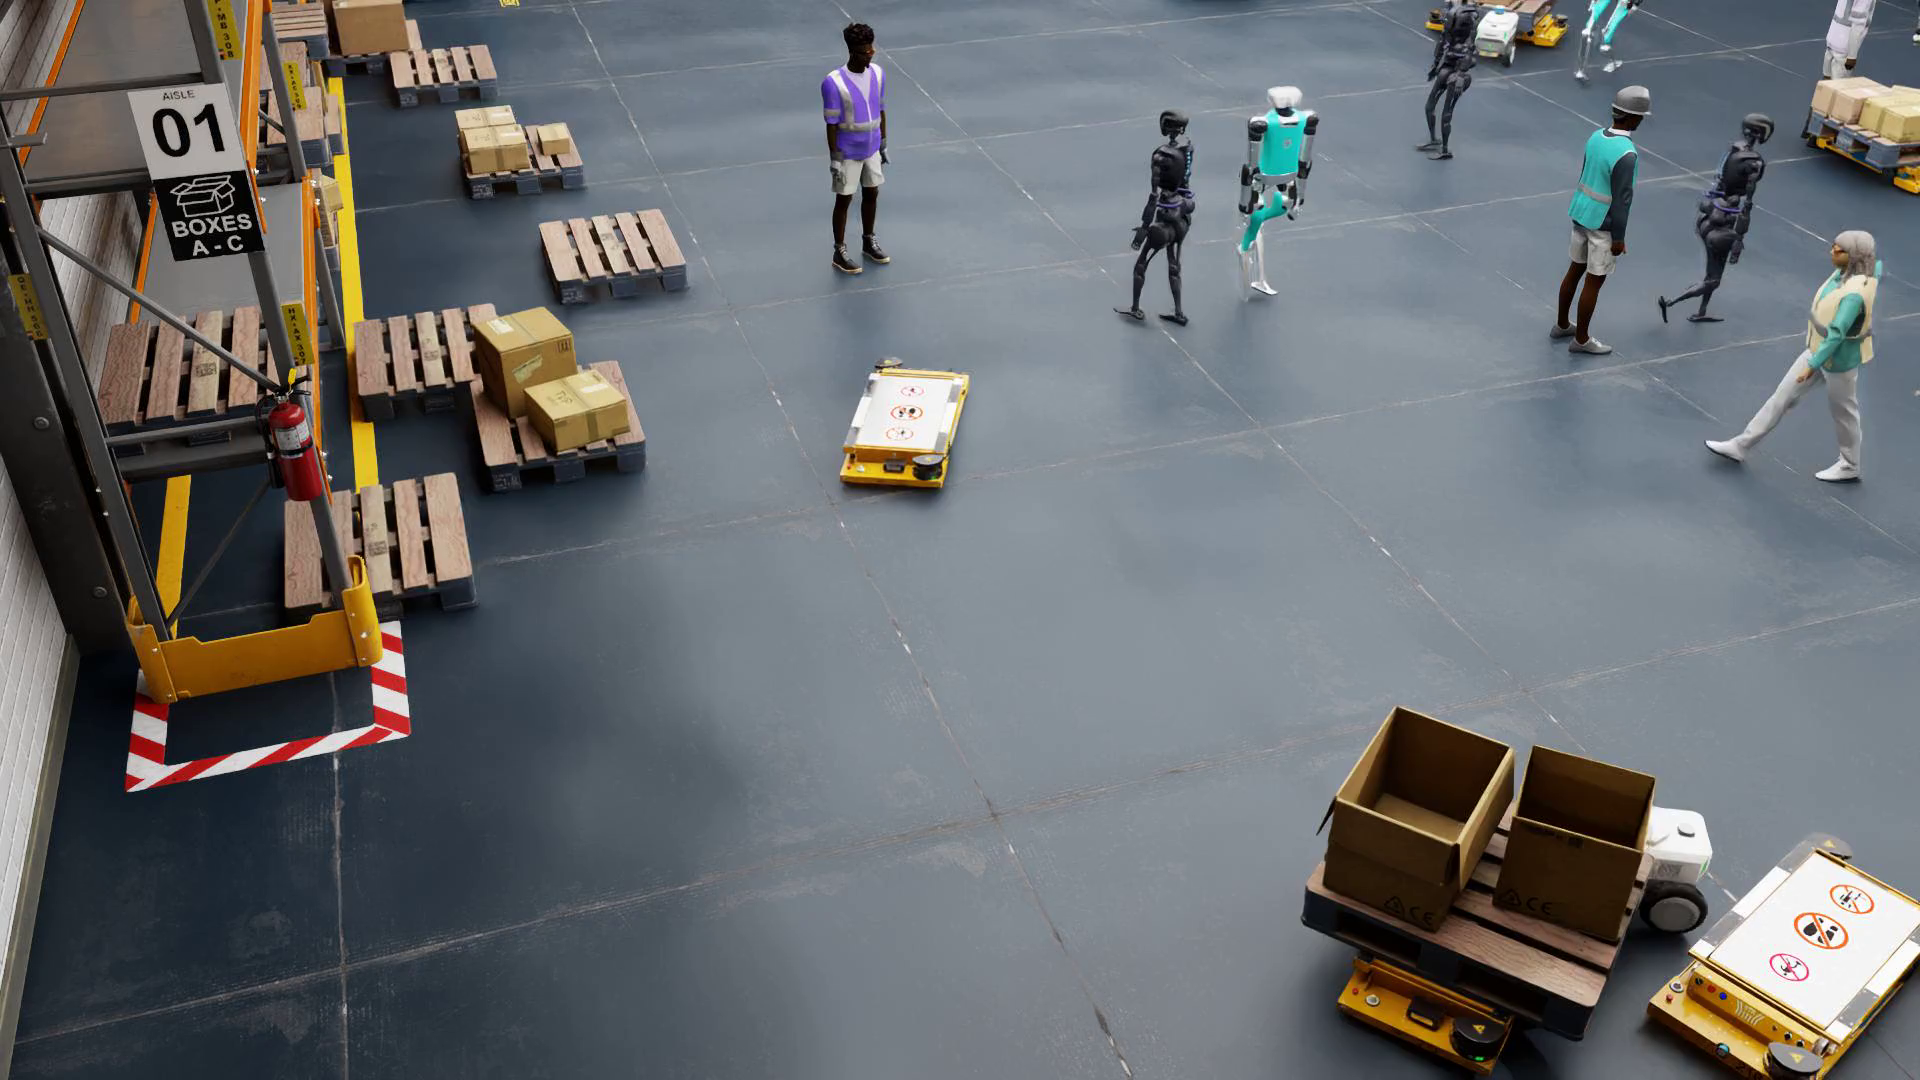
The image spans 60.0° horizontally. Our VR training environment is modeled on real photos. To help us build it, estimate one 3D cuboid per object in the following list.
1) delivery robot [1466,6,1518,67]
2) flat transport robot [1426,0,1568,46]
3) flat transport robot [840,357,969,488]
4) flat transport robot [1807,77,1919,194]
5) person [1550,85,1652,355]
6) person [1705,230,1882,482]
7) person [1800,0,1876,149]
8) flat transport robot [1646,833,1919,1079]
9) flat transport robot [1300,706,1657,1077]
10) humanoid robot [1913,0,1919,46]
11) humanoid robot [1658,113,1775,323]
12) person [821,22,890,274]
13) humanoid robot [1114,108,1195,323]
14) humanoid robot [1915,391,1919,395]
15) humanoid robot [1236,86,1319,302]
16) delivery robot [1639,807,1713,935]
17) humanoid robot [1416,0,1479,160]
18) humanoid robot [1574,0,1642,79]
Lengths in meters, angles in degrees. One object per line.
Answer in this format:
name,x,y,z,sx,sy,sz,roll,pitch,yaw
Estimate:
delivery robot,5.781,-5.450,17.965,0.499,0.604,0.808,15,36,21
flat transport robot,6.086,-5.861,18.847,1.431,0.231,0.659,17,37,24
flat transport robot,-0.349,-0.791,11.072,0.659,0.231,1.431,4,33,6
flat transport robot,8.578,-3.530,15.273,0.659,0.231,1.431,-8,34,-12
person,4.535,-2.260,11.802,0.427,1.934,0.551,-6,34,-9
person,5.328,-1.119,10.307,0.951,1.647,0.461,3,33,5
person,8.223,-4.592,15.385,0.383,1.931,0.542,6,34,9
flat transport robot,3.620,1.793,7.109,1.431,0.231,0.659,-26,41,-33
flat transport robot,2.230,1.677,7.286,0.659,0.231,1.431,19,38,27
humanoid robot,9.543,-4.989,16.187,0.764,1.784,0.539,18,37,25
humanoid robot,5.501,-2.337,12.166,0.560,1.641,0.591,0,33,1
person,-0.798,-3.076,13.035,0.606,1.958,0.365,-26,41,-34
humanoid robot,1.480,-2.392,12.237,0.525,1.644,0.600,22,39,30
humanoid robot,6.928,-1.702,11.163,0.841,1.803,0.549,14,36,21
humanoid robot,2.265,-2.564,12.523,0.547,1.863,0.773,-8,34,-12
delivery robot,2.948,1.387,7.462,0.769,0.587,0.499,6,34,9
humanoid robot,4.492,-4.297,15.157,0.341,1.655,0.601,-8,34,-12
humanoid robot,6.639,-5.521,16.991,0.546,1.757,0.975,25,40,33
